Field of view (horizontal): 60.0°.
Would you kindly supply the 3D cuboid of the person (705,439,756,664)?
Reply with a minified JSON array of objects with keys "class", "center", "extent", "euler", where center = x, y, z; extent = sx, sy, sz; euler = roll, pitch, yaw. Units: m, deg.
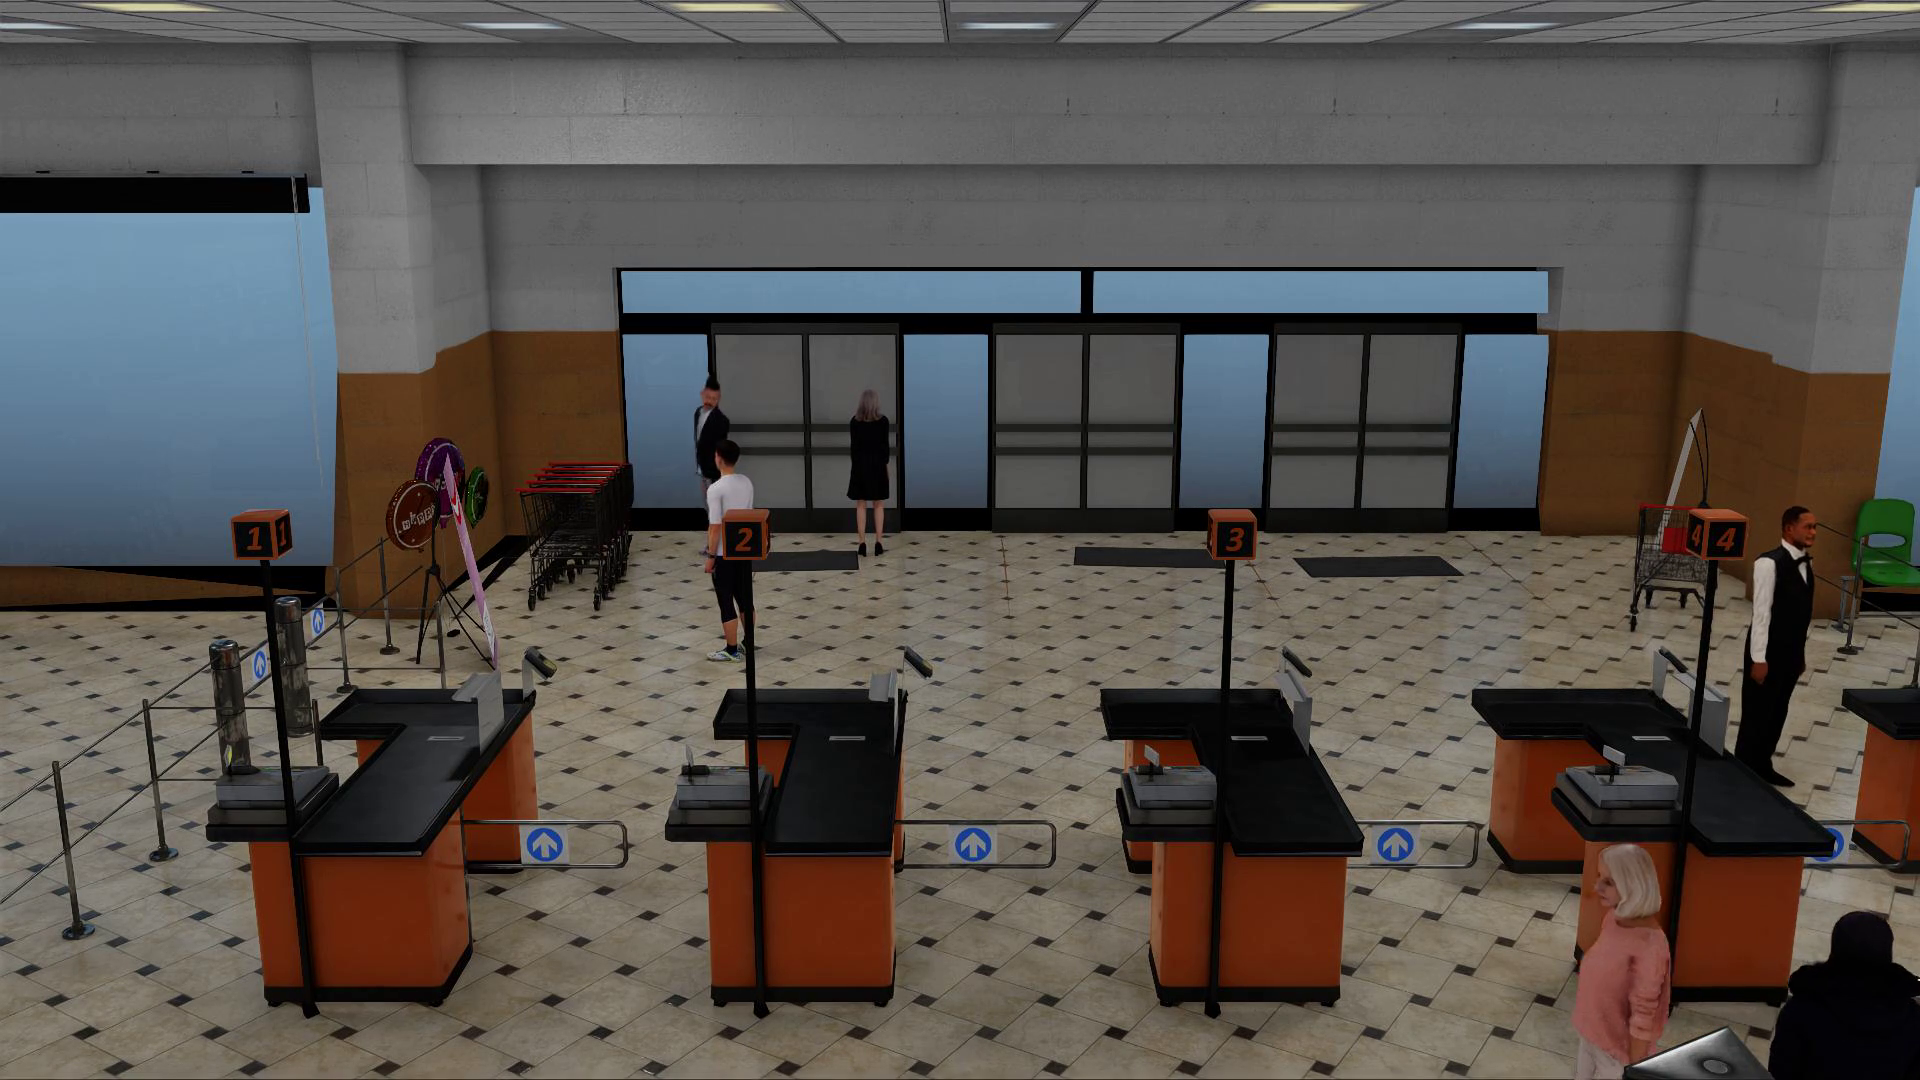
[{"class":"person","center":[-1.886,0.082,13.676],"extent":[0.814,1.851,0.694],"euler":[9,16,32]}]

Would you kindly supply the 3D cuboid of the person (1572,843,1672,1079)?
[{"class":"person","center":[2.565,1.948,6.280],"extent":[0.651,1.711,0.628],"euler":[0,14,2]}]

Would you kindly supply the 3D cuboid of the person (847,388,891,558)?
[{"class":"person","center":[-0.934,-0.703,17.139],"extent":[0.632,1.745,0.608],"euler":[-2,14,-9]}]

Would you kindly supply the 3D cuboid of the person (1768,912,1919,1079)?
[{"class":"person","center":[3.068,2.089,5.795],"extent":[0.692,1.665,0.928],"euler":[1,14,4]}]

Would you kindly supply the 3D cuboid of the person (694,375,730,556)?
[{"class":"person","center":[-2.517,-0.744,16.901],"extent":[0.948,1.936,0.800],"euler":[-5,15,-20]}]

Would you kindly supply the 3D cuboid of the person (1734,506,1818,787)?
[{"class":"person","center":[5.368,0.710,10.947],"extent":[0.788,1.918,0.795],"euler":[-9,16,-32]}]
